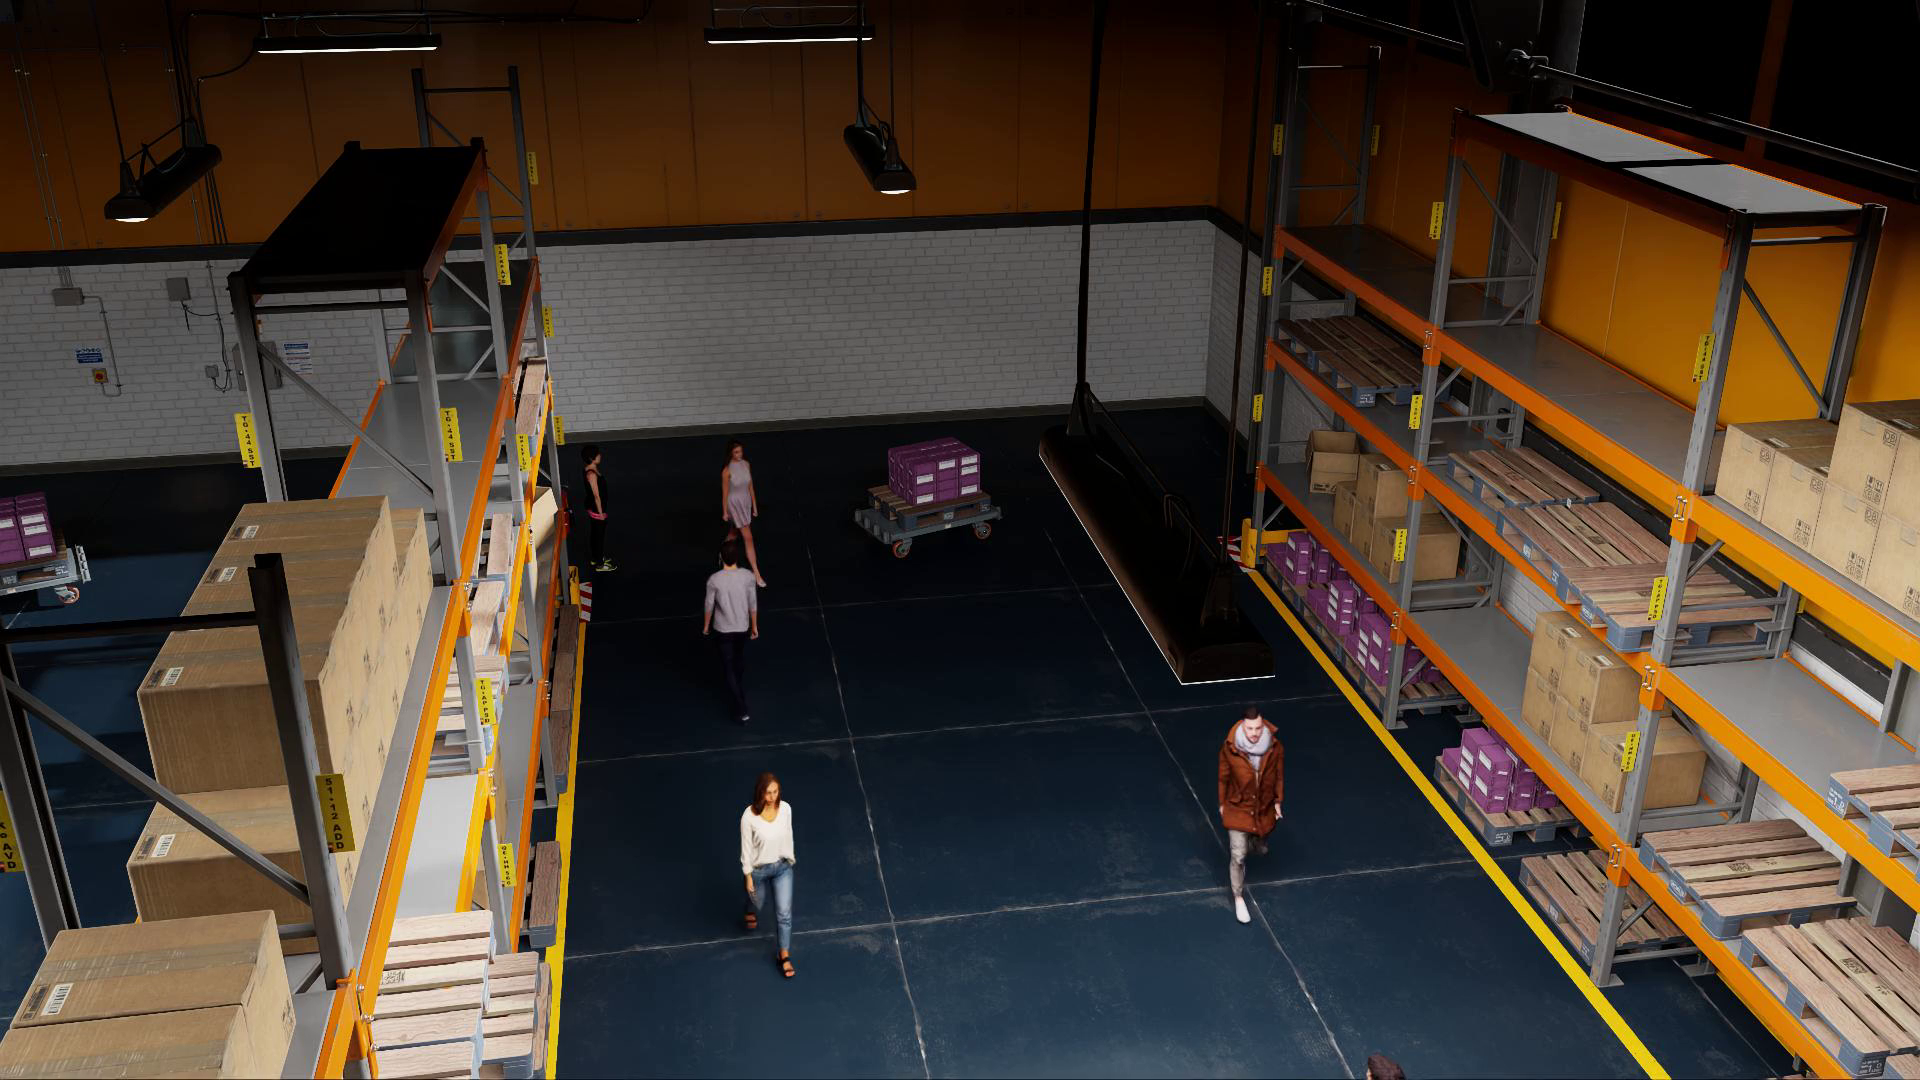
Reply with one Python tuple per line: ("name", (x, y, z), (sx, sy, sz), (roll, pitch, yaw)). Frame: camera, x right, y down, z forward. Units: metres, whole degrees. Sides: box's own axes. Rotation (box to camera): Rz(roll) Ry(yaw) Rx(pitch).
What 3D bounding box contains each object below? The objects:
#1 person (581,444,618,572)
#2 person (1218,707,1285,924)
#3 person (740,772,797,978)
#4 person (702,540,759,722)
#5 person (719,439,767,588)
("person", (-4.308, -0.399, 19.665), (0.644, 1.553, 0.509), (-10, 25, -21))
("person", (2.338, 2.147, 13.508), (0.691, 1.818, 1.011), (-4, 24, -9))
("person", (-1.523, 2.512, 12.878), (0.781, 1.654, 1.102), (-11, 26, -23))
("person", (-2.224, 0.919, 16.343), (0.910, 1.798, 1.251), (-11, 26, -24))
("person", (-2.619, -0.347, 19.341), (0.968, 1.715, 1.159), (-21, 31, -39))
